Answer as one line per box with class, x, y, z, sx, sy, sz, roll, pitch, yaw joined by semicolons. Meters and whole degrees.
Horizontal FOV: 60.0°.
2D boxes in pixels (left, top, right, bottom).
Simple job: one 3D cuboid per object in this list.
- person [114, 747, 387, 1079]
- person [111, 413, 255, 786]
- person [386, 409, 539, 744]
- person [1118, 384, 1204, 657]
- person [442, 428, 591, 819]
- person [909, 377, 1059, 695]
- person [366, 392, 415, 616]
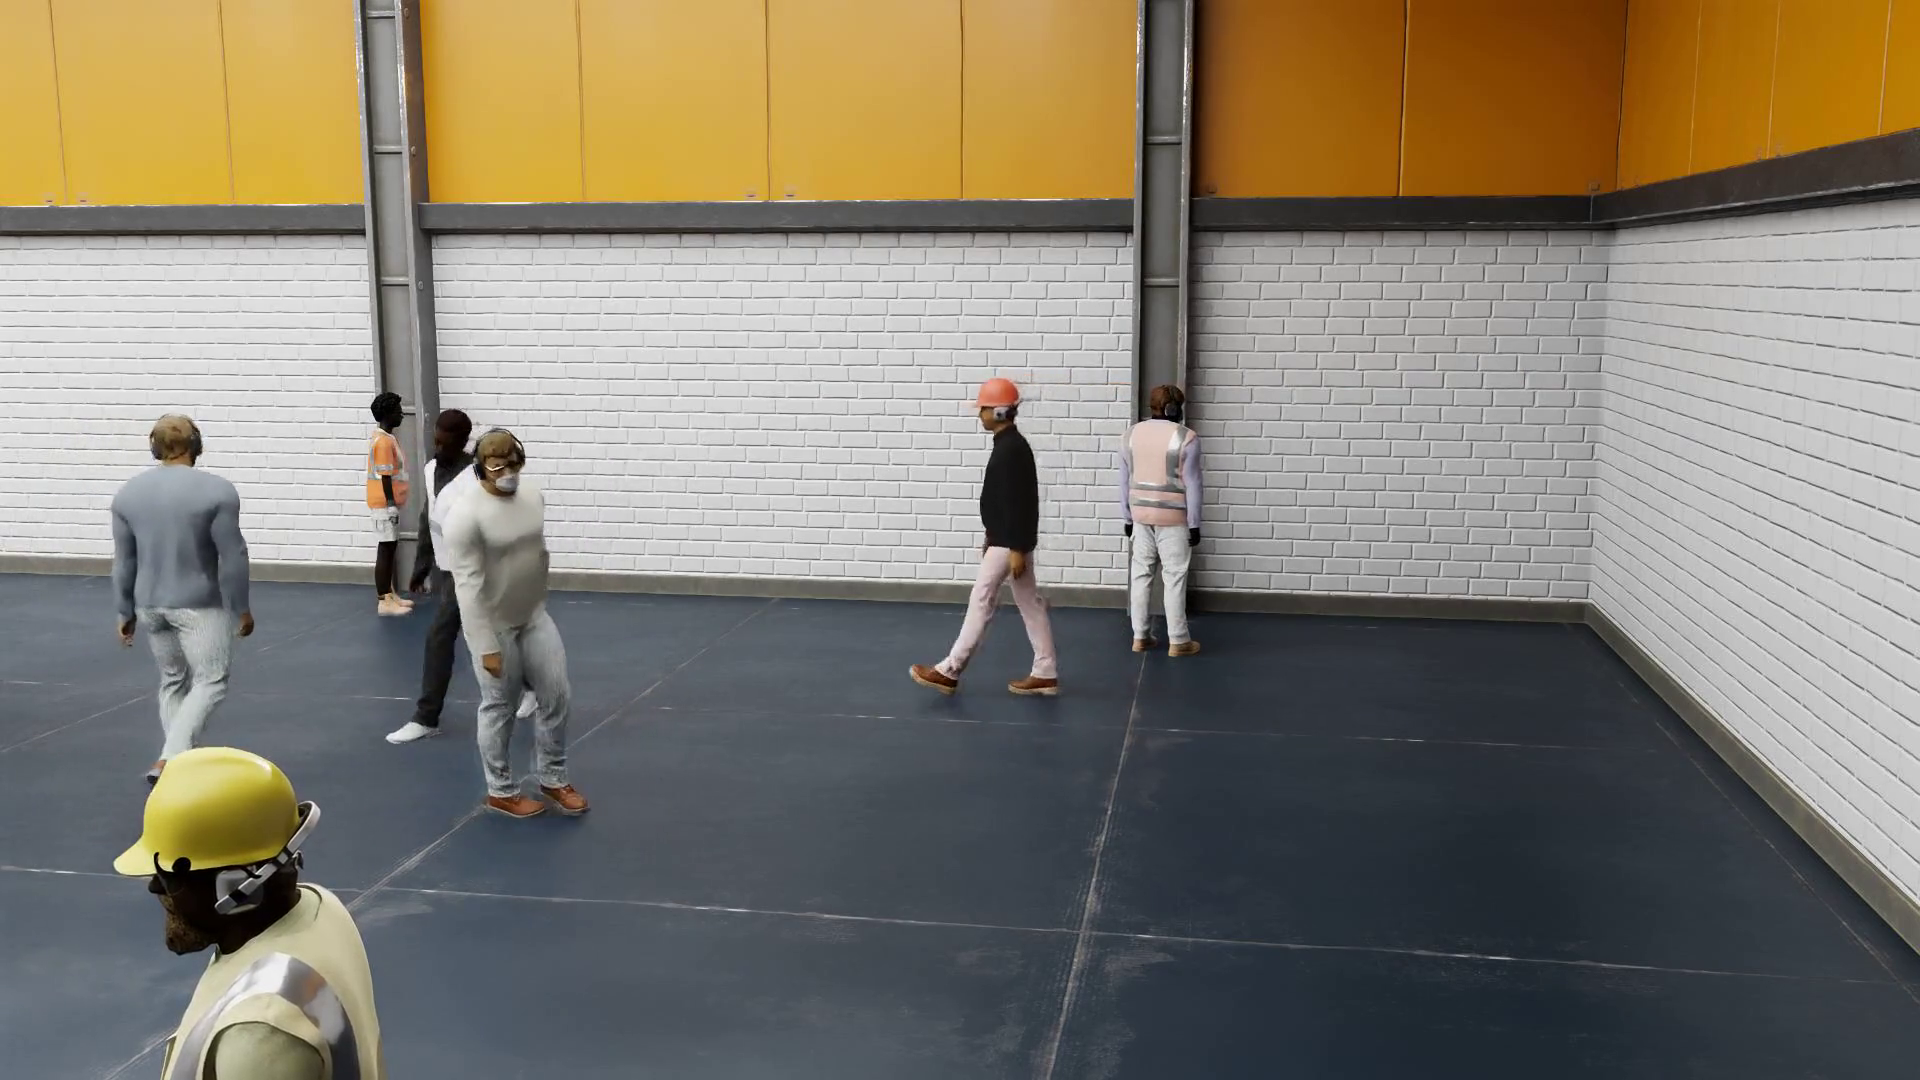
person;-1.193;1.238;2.894;0.403;1.825;0.595;-2;9;-13
person;-3.845;0.356;8.068;0.649;1.913;0.727;1;9;8
person;-2.738;0.173;9.354;0.988;1.858;0.612;-7;11;-37
person;1.376;-0.133;11.293;0.624;1.841;0.430;7;12;38
person;-2.065;0.422;7.690;0.650;1.899;0.676;5;10;27
person;0.168;-0.009;10.162;0.975;1.947;0.660;1;9;8
person;-4.333;-0.273;12.612;0.320;1.694;0.531;-3;10;-15
